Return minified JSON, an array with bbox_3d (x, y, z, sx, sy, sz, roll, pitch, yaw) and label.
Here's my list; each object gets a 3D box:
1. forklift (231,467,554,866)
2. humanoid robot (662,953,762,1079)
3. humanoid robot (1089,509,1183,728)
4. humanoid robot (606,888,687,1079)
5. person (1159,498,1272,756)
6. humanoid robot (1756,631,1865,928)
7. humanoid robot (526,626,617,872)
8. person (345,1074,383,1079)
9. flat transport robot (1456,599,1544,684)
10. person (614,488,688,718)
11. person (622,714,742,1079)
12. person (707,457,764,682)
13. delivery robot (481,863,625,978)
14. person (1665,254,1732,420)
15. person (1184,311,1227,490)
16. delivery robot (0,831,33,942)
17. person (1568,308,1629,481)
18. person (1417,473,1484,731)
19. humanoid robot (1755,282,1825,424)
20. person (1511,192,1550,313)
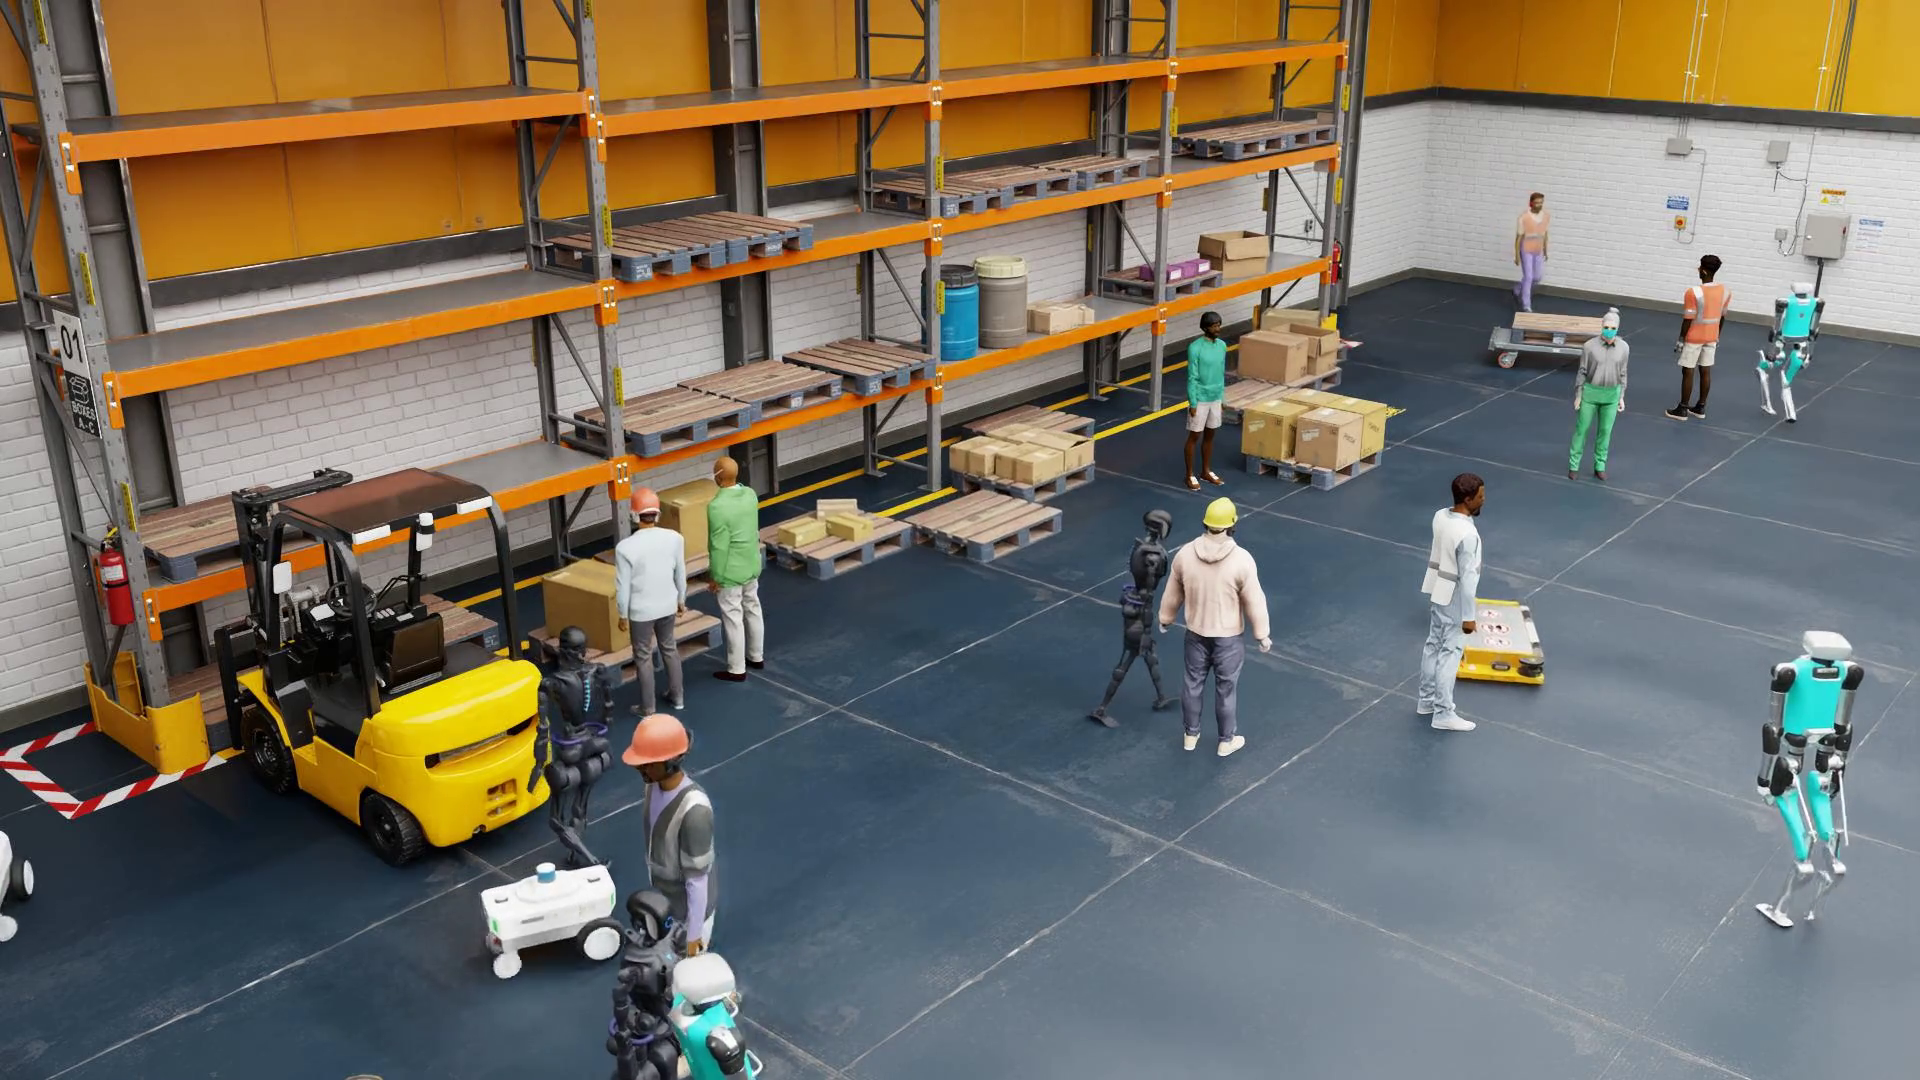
[{"bbox_3d":[-3.730,0.710,10.856,2.313,2.155,1.214,17,26,38],"label":"forklift"},{"bbox_3d":[-0.732,2.419,6.917,0.924,1.750,0.546,-13,24,-32],"label":"humanoid robot"},{"bbox_3d":[1.311,0.541,12.102,0.723,1.619,0.611,0,20,1],"label":"humanoid robot"},{"bbox_3d":[-1.353,2.263,7.383,0.320,1.653,0.588,8,22,20],"label":"humanoid robot"},{"bbox_3d":[1.754,0.614,11.578,0.809,1.868,0.415,10,22,25],"label":"person"},{"bbox_3d":[4.922,1.460,9.524,0.542,1.814,0.693,-3,20,-7],"label":"humanoid robot"},{"bbox_3d":[-2.303,1.303,10.014,0.494,1.630,0.612,17,26,38],"label":"humanoid robot"},{"bbox_3d":[-1.997,2.693,5.846,0.628,1.939,0.373,-7,22,-19],"label":"person"},{"bbox_3d":[4.296,0.779,13.441,0.659,0.231,1.431,4,21,11],"label":"flat transport robot"},{"bbox_3d":[-2.262,0.466,12.165,0.577,1.740,0.357,-18,27,-40],"label":"person"},{"bbox_3d":[-1.377,1.771,8.229,0.480,2.028,0.604,-13,24,-31],"label":"person"},{"bbox_3d":[-1.732,0.224,12.758,0.387,1.783,0.537,12,23,29],"label":"person"},{"bbox_3d":[-2.324,2.110,9.410,0.766,0.587,0.499,-9,22,-23],"label":"delivery robot"},{"bbox_3d":[8.693,-2.385,19.564,0.605,1.966,0.368,-7,21,-17],"label":"person"},{"bbox_3d":[2.532,-1.455,17.211,0.494,1.850,0.396,-13,24,-32],"label":"person"},{"bbox_3d":[-5.756,2.012,9.714,0.523,0.614,0.785,-7,21,-17],"label":"delivery robot"},{"bbox_3d":[6.698,-1.523,17.405,0.521,1.842,0.327,2,20,5],"label":"person"},{"bbox_3d":[3.547,0.434,11.997,0.393,1.919,0.592,-3,20,-7],"label":"person"},{"bbox_3d":[9.615,-2.207,19.422,0.542,1.729,1.008,2,20,4],"label":"humanoid robot"},{"bbox_3d":[8.574,-4.327,25.030,0.580,1.825,0.571,-9,22,-23],"label":"person"}]
